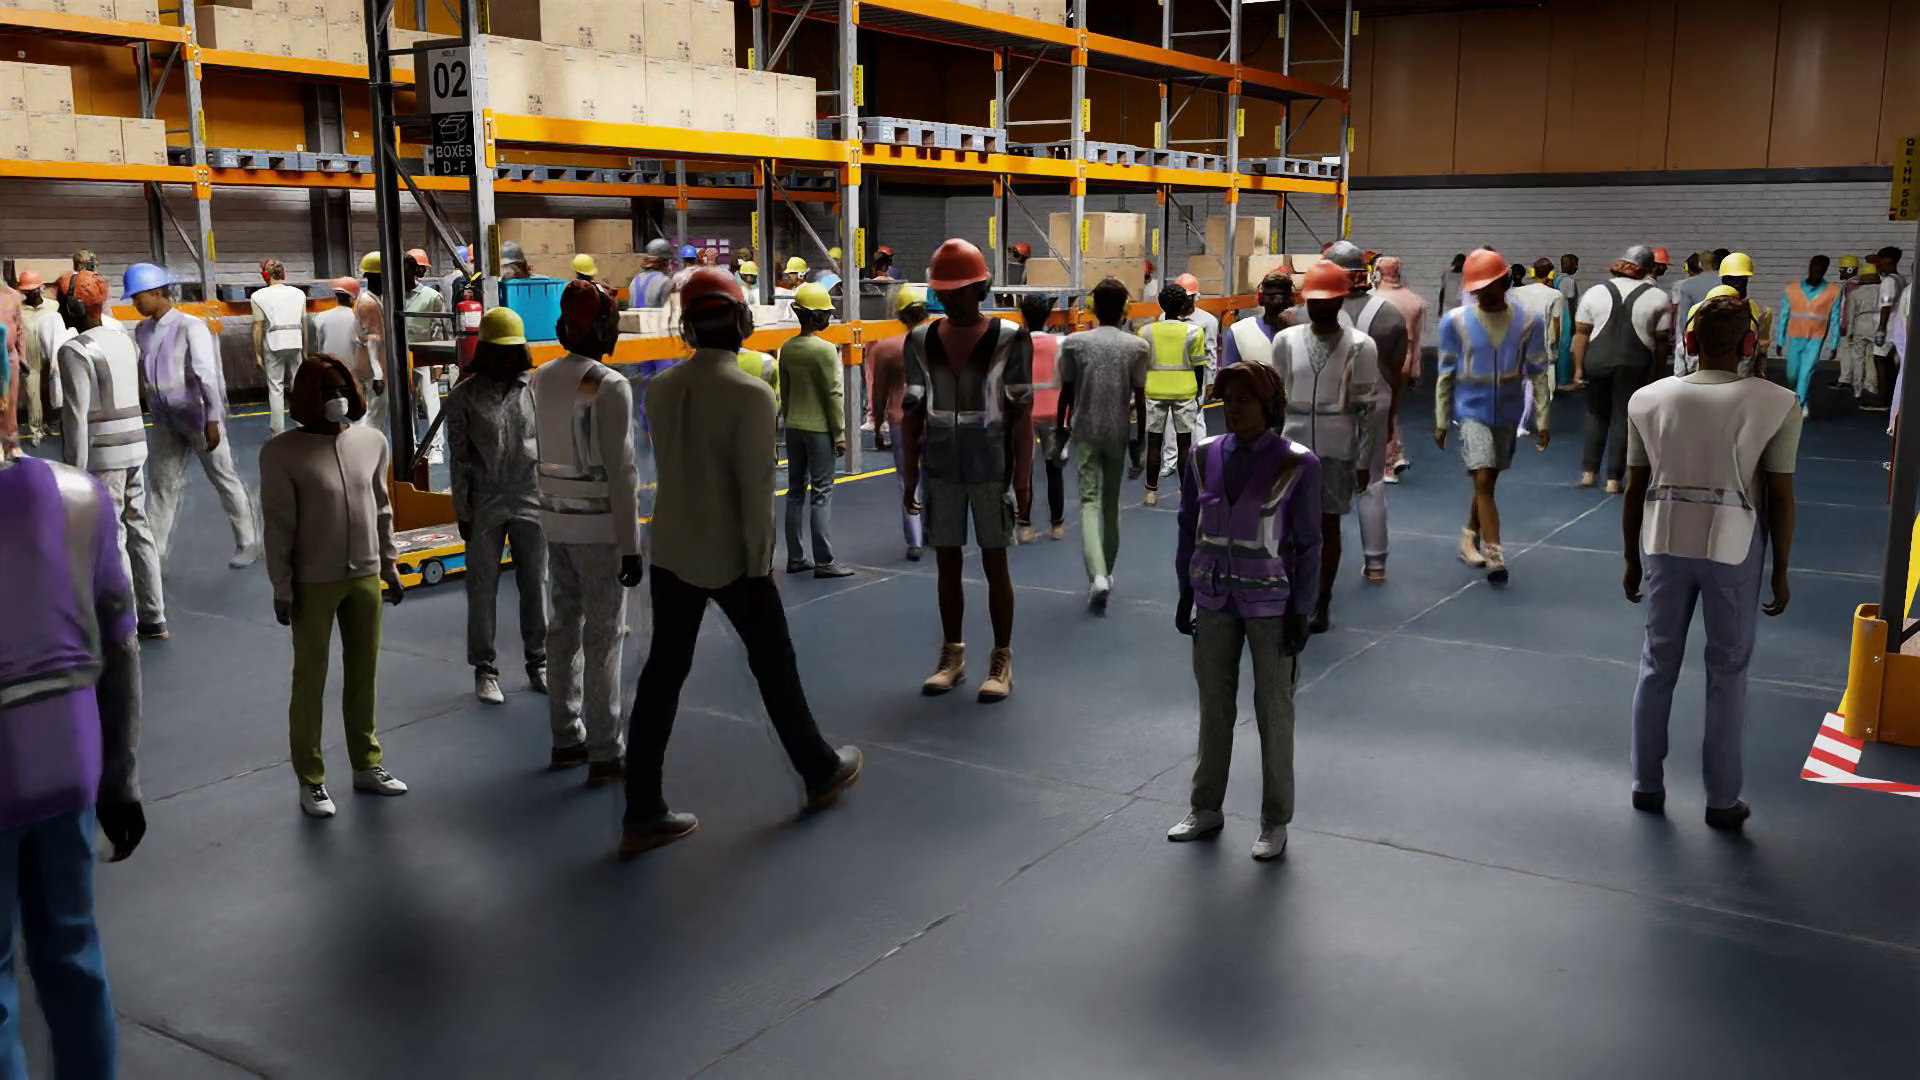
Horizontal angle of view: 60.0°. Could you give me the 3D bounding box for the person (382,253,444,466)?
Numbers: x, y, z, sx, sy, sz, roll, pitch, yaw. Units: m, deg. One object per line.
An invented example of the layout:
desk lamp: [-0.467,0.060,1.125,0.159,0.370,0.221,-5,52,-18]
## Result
person: [-4.897,-1.616,14.964,0.584,1.911,0.391,2,10,11]

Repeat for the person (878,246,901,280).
person: [-1.150,-3.675,26.303,0.367,1.930,0.542,3,11,18]

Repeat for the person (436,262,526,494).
person: [-3.633,-1.258,13.129,0.708,1.868,0.908,8,13,39]

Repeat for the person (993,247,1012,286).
person: [0.769,-4.320,29.848,0.372,1.940,0.627,0,10,-1]

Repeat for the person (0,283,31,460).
person: [-8.776,-1.642,15.101,0.401,1.910,0.640,7,12,34]

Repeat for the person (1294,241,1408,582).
person: [2.282,-0.775,9.925,0.698,2.000,0.536,0,10,-1]

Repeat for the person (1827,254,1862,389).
person: [12.085,-2.968,22.675,0.403,1.826,0.592,6,12,28]

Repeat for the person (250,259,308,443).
person: [-6.753,-1.871,16.569,0.397,1.836,0.562,9,13,39]

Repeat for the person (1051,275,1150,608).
person: [0.791,-0.558,9.308,0.527,1.838,0.929,0,10,-2]

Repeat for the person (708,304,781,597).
person: [-1.260,-0.501,9.381,0.551,1.700,0.318,-6,12,-30]

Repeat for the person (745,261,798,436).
person: [-1.911,-1.920,16.856,0.587,1.838,0.989,2,10,13]

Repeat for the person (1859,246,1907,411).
person: [11.062,-2.523,19.849,0.381,1.954,0.612,9,14,41]

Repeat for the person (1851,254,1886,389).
person: [12.440,-2.961,22.613,0.565,1.835,0.393,-9,14,-41]

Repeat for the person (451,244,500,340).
person: [-5.254,-2.256,18.262,0.625,1.991,0.394,-2,10,-12]

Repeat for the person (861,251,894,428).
person: [-0.815,-2.115,17.741,0.598,1.906,0.404,-9,14,-41]

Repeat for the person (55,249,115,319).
person: [-8.705,-1.937,16.661,0.629,1.936,0.373,3,11,17]

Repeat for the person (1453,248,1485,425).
person: [5.653,-2.208,18.178,0.586,1.928,0.380,-6,12,-31]

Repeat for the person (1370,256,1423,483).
person: [3.529,-1.410,13.891,0.640,1.885,0.462,-7,13,-36]

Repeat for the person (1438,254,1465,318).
person: [8.088,-3.776,27.236,0.537,1.790,0.737,5,11,26]

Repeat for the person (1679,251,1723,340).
person: [8.657,-2.382,19.236,0.694,1.899,0.453,3,11,14]

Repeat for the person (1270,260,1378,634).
person: [1.791,-0.438,8.395,0.579,1.915,0.680,4,11,23]

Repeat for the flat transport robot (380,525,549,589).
flat transport robot: [-3.157,0.065,10.173,0.652,0.197,1.431,7,13,35]

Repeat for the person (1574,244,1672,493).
person: [5.352,-1.411,13.446,0.702,2.000,0.732,6,12,28]

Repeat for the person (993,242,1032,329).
person: [0.789,-3.454,24.933,0.694,1.994,0.623,2,10,10]

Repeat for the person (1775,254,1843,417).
person: [9.369,-2.211,18.374,0.631,1.874,0.785,8,13,36]

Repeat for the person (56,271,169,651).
person: [-4.206,-0.378,8.198,0.354,1.876,0.574,0,10,2]

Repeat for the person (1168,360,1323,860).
person: [0.943,0.224,5.500,0.514,1.641,0.309,7,13,36]

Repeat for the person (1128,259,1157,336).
person: [2.733,-3.251,24.465,0.589,1.738,0.374,5,11,24]

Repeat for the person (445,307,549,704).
person: [-1.982,-0.148,7.298,0.485,1.737,0.321,-6,12,-32]

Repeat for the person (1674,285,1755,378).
person: [4.699,-0.711,10.395,0.485,1.744,0.309,10,14,43]

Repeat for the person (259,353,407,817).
person: [-2.221,0.150,5.929,0.268,1.632,0.509,8,13,36]

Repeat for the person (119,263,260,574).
person: [-4.675,-0.707,9.994,0.713,1.878,0.964,4,11,20]

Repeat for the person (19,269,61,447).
person: [-9.024,-1.778,16.320,0.575,1.738,0.353,-5,11,-25]

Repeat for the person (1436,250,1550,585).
person: [3.187,-0.737,9.946,0.649,1.957,1.060,0,10,2]
